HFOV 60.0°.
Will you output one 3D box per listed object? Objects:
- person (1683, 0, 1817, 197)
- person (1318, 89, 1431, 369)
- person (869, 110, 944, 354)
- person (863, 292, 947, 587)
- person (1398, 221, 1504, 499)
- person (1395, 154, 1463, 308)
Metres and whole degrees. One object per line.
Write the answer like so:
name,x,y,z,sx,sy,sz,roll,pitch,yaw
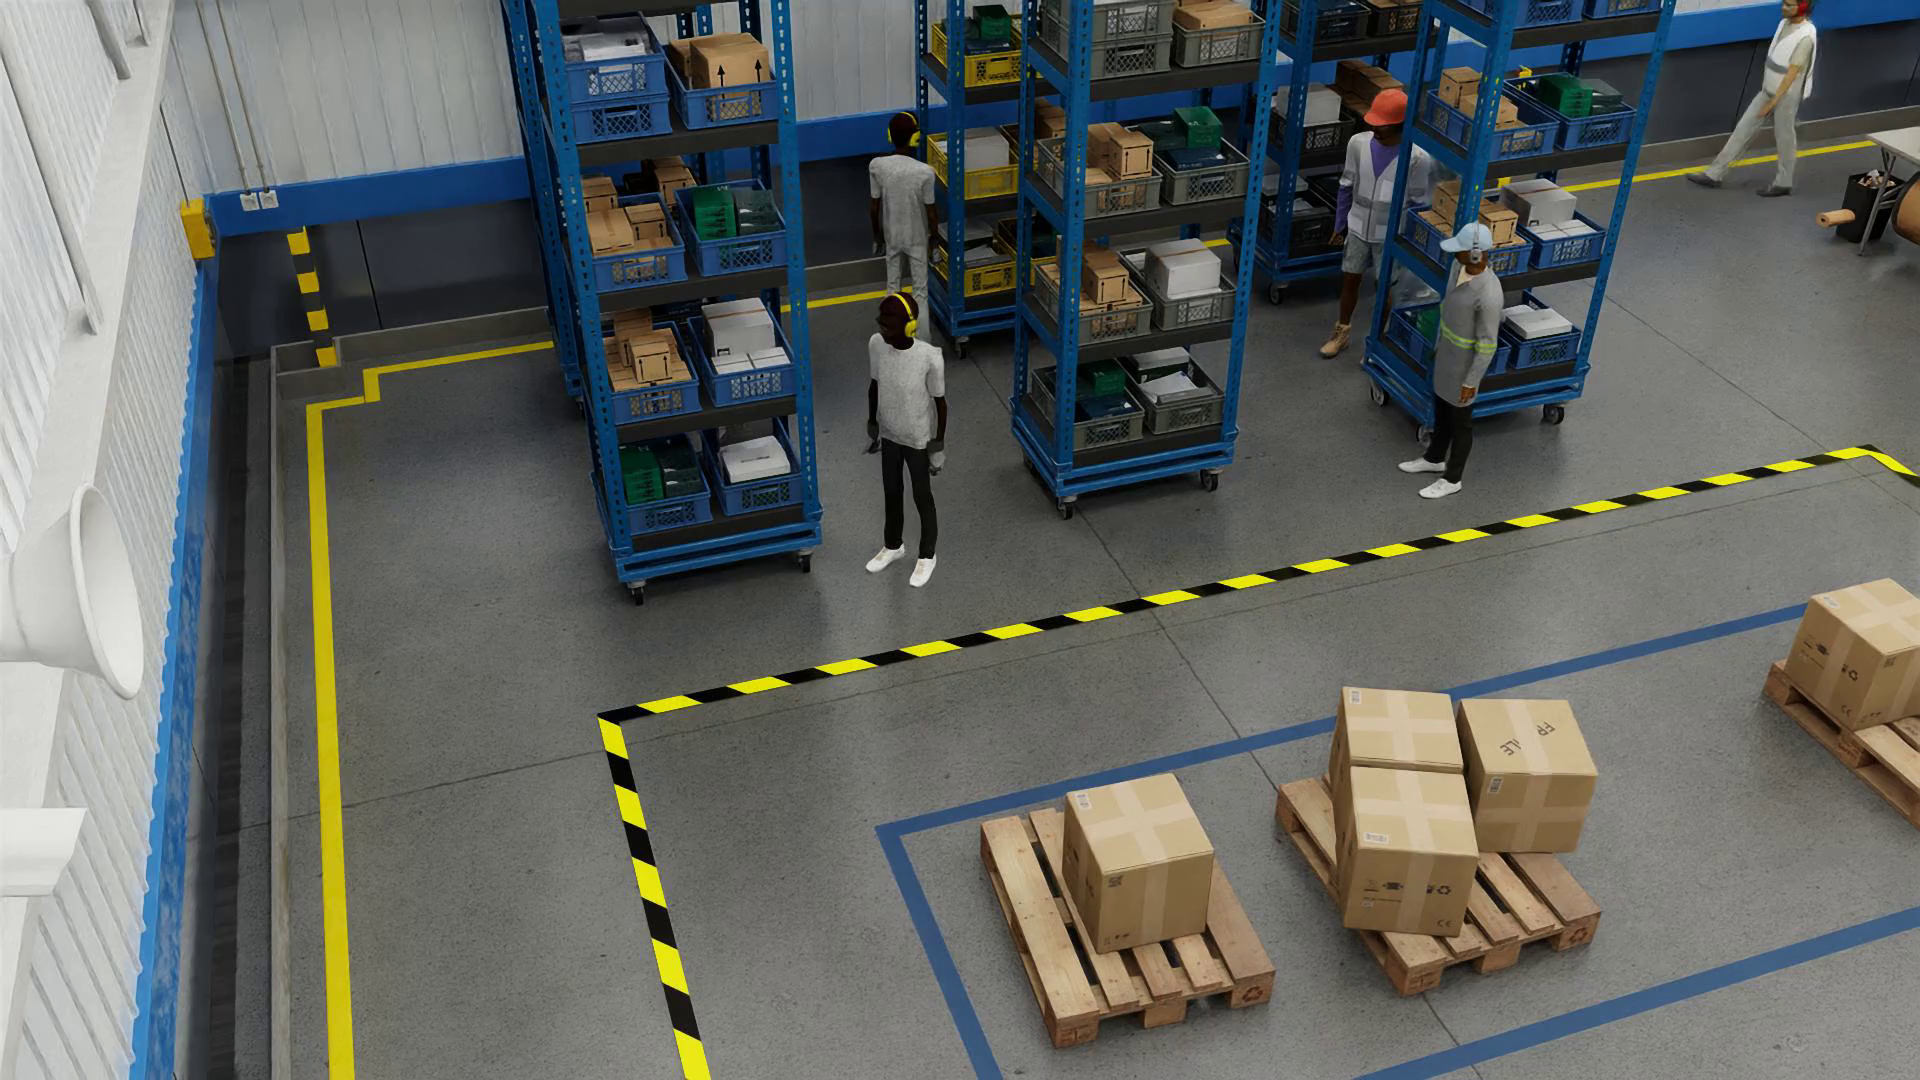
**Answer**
person,6.817,-3.764,14.062,0.967,1.797,0.574,-1,35,-1
person,2.878,-2.145,11.562,0.611,2.039,0.386,22,41,28
person,-0.374,-2.085,11.628,0.516,1.865,0.328,11,37,15
person,-0.315,-0.571,9.480,0.521,1.865,0.315,19,39,25
person,3.045,-1.105,10.252,0.406,1.848,0.589,-5,35,-6
person,3.555,-2.466,12.291,0.573,1.718,0.503,-13,37,-17
